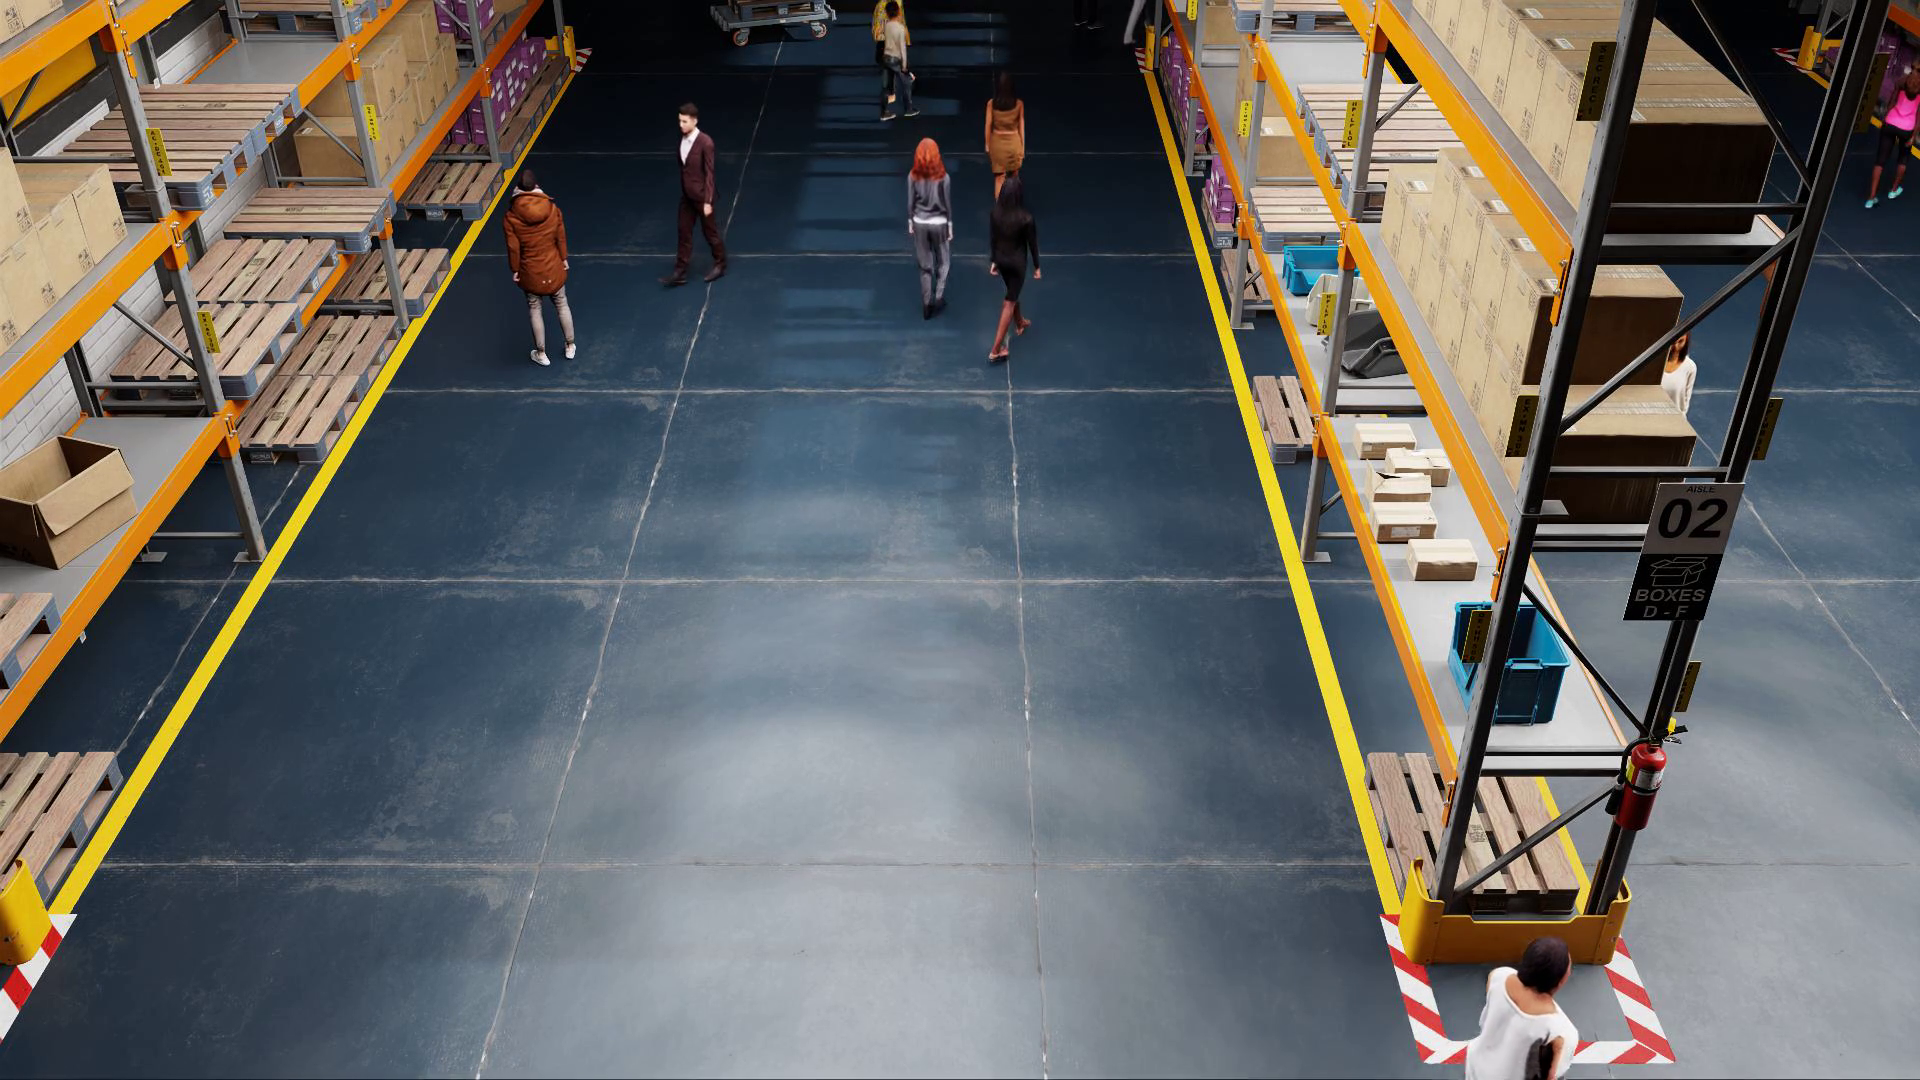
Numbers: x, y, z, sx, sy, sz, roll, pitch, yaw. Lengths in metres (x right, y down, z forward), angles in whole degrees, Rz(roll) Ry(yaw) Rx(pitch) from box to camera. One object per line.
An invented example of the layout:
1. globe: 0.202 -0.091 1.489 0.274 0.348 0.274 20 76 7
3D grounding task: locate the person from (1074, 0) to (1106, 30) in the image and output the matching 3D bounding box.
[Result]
1. person: 1.864 -8.331 23.915 0.771 1.843 0.707 -29 43 -36

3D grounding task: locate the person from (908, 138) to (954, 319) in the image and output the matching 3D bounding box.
1. person: -0.295 -2.928 15.858 0.648 1.763 0.640 6 34 8

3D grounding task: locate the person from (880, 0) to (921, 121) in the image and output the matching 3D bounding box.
1. person: -0.871 -5.912 20.637 0.798 1.443 0.875 24 41 32

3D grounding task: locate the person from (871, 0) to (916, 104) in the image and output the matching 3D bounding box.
1. person: -0.822 -6.401 21.196 0.910 1.639 0.878 -12 35 -17

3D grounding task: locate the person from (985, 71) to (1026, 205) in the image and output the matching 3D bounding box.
1. person: 0.485 -4.121 17.743 0.585 1.663 0.805 1 34 1

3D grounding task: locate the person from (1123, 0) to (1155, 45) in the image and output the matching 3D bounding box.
1. person: 2.492 -7.772 23.180 1.116 1.726 1.058 -29 43 -36

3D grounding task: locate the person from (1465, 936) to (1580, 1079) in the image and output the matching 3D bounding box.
1. person: 2.523 2.521 7.749 0.911 1.665 0.951 -11 35 -16

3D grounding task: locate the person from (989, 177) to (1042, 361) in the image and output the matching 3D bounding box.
1. person: 0.442 -2.456 15.227 1.010 1.677 1.191 20 38 27

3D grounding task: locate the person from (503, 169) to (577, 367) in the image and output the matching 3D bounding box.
1. person: -3.811 -2.471 15.105 0.839 1.837 0.866 -17 37 -23

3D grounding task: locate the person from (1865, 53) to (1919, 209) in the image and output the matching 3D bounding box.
1. person: 10.249 -4.464 18.226 0.869 1.701 0.956 25 41 32

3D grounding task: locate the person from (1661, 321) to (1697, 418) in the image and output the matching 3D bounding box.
1. person: 5.391 -0.930 12.926 0.672 1.682 0.635 10 35 14

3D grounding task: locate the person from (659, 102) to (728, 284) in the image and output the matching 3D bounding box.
1. person: -2.557 -3.463 16.600 1.065 1.833 1.145 27 42 34
